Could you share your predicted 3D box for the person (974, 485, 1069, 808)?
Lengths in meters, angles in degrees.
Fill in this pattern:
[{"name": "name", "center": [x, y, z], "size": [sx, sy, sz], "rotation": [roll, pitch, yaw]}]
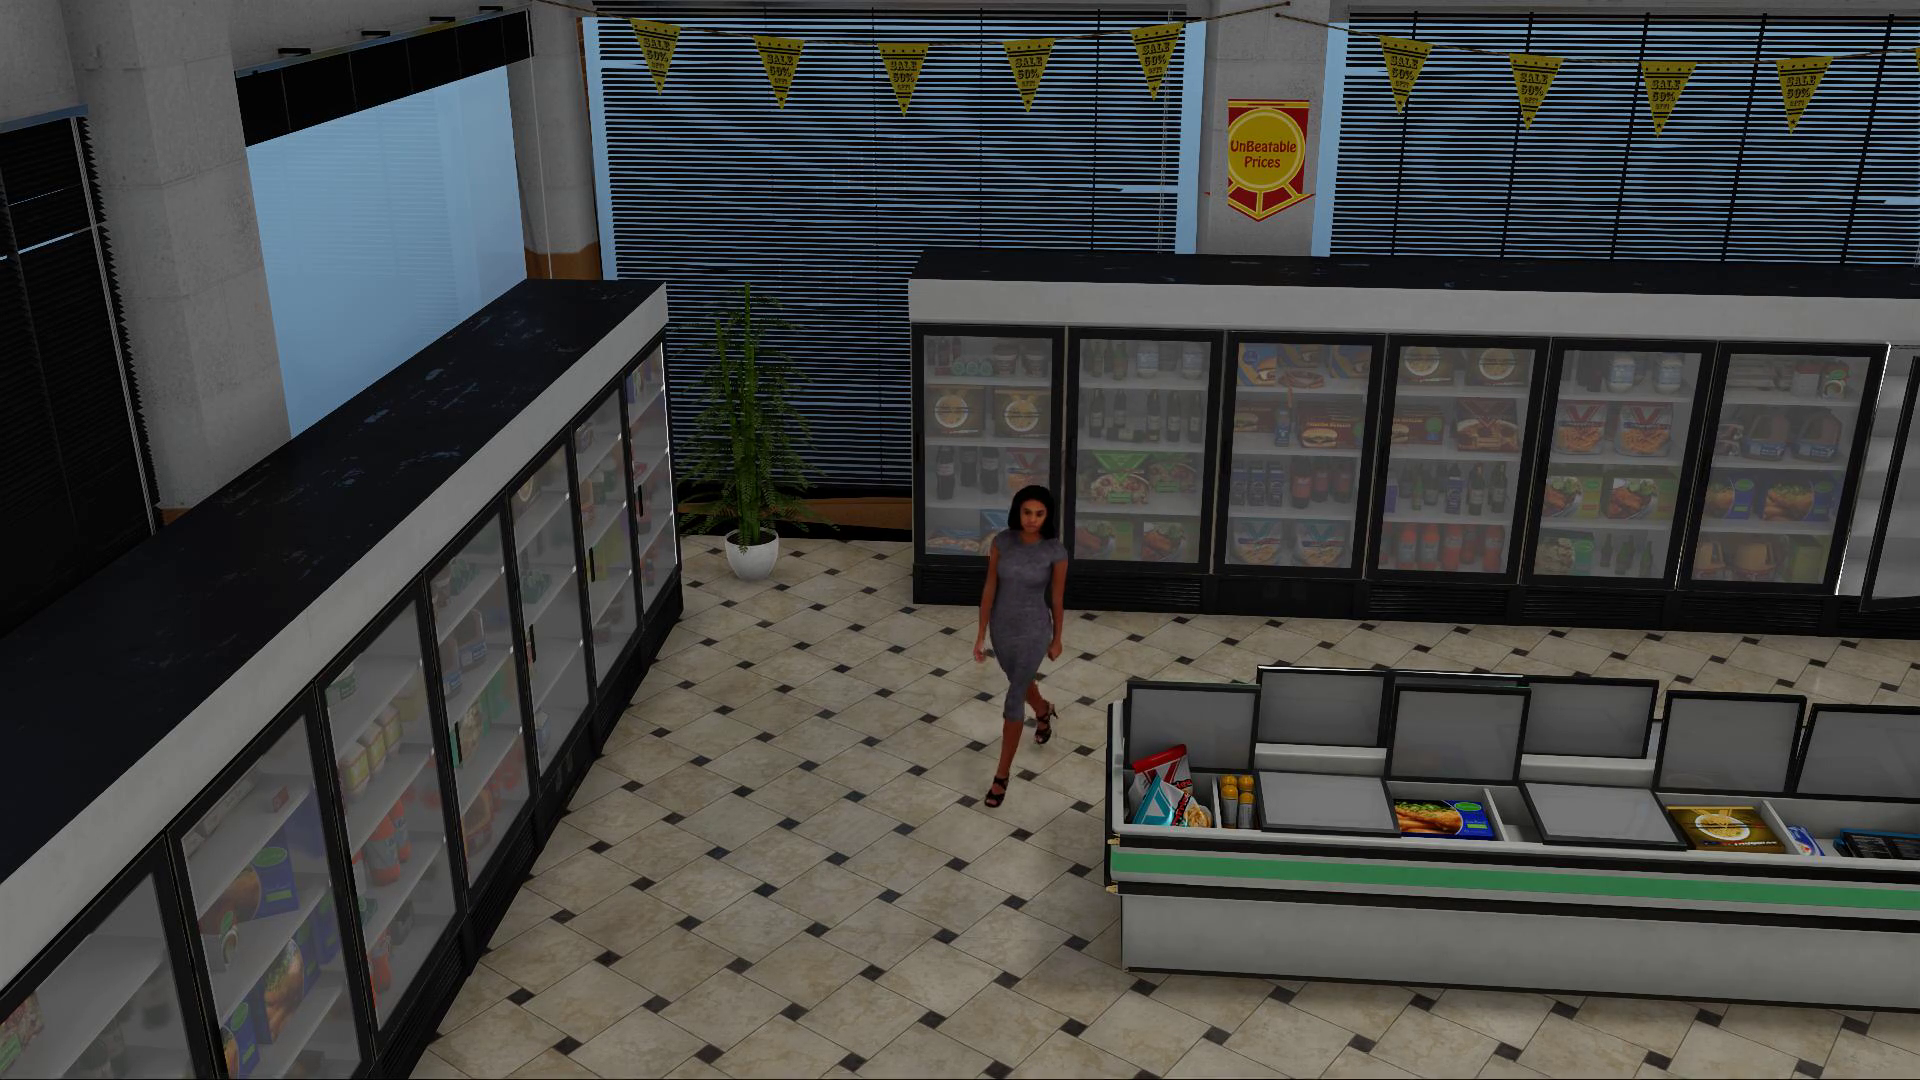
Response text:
[{"name": "person", "center": [0.366, 0.521, 9.070], "size": [1.158, 1.728, 0.954], "rotation": [11, 25, 26]}]
